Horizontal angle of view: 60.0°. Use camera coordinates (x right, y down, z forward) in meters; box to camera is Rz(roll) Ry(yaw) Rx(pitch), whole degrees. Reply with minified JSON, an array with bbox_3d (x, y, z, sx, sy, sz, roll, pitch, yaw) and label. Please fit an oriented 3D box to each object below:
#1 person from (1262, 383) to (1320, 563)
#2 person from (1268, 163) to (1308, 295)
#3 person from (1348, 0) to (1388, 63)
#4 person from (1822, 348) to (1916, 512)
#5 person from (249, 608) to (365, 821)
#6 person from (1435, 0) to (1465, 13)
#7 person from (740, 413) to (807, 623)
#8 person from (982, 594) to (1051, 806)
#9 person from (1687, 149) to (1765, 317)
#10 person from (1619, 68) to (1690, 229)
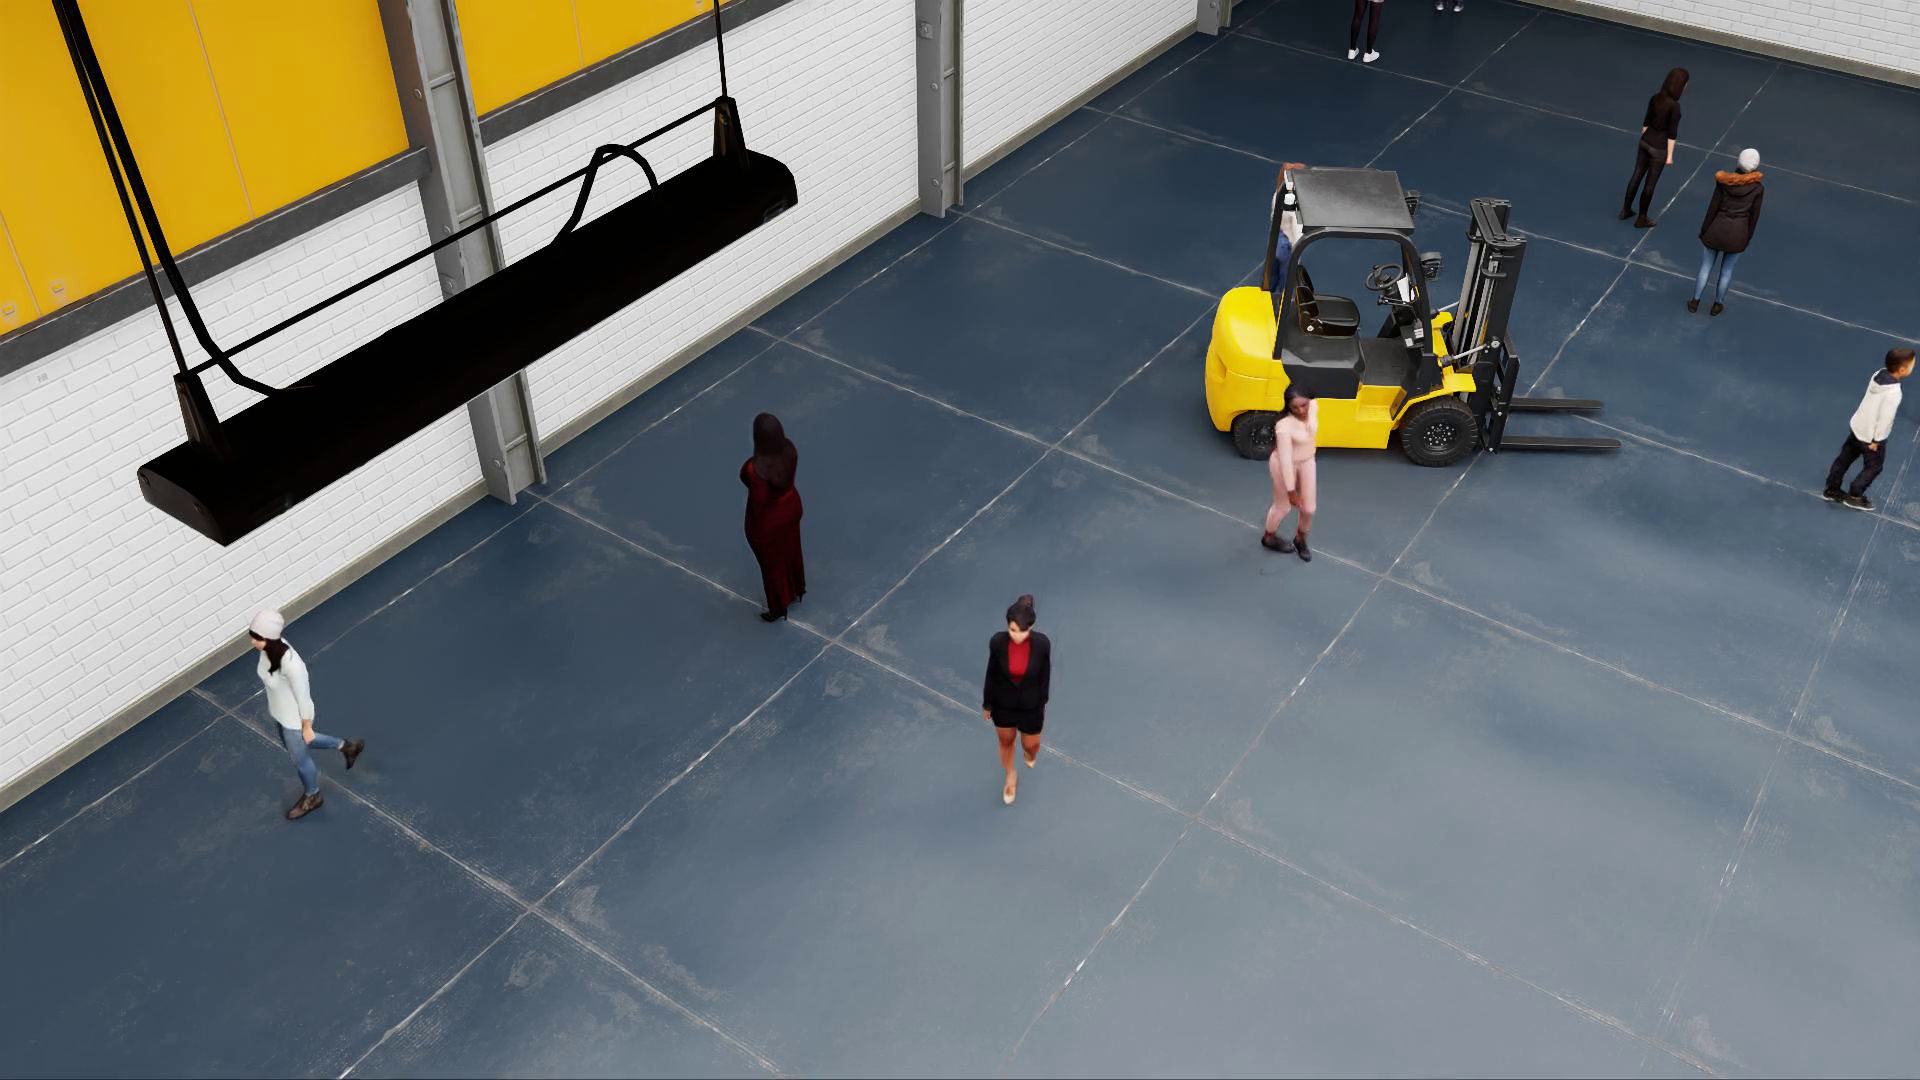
[{"bbox_3d":[2.460,-0.536,12.432,0.869,1.684,0.731,26,45,29],"label":"person"},{"bbox_3d":[2.915,-2.597,14.983,0.708,1.723,0.687,-12,40,-15],"label":"person"},{"bbox_3d":[4.949,-6.659,20.030,0.605,1.771,0.524,23,44,26],"label":"person"},{"bbox_3d":[7.076,-0.881,13.058,0.773,1.444,0.695,0,39,0],"label":"person"},{"bbox_3d":[-4.155,1.041,10.494,0.900,1.639,0.686,-31,48,-33],"label":"person"},{"bbox_3d":[6.412,-7.605,21.387,0.595,1.557,0.590,11,40,14],"label":"person"},{"bbox_3d":[-1.319,-0.170,11.916,0.746,1.758,0.573,18,42,21],"label":"person"},{"bbox_3d":[0.362,1.007,10.545,0.708,1.629,0.788,5,39,6],"label":"person"},{"bbox_3d":[7.085,-2.840,15.356,0.683,1.636,0.670,15,41,18],"label":"person"},{"bbox_3d":[6.991,-3.954,16.748,0.661,1.640,0.656,-16,41,-19],"label":"person"}]
